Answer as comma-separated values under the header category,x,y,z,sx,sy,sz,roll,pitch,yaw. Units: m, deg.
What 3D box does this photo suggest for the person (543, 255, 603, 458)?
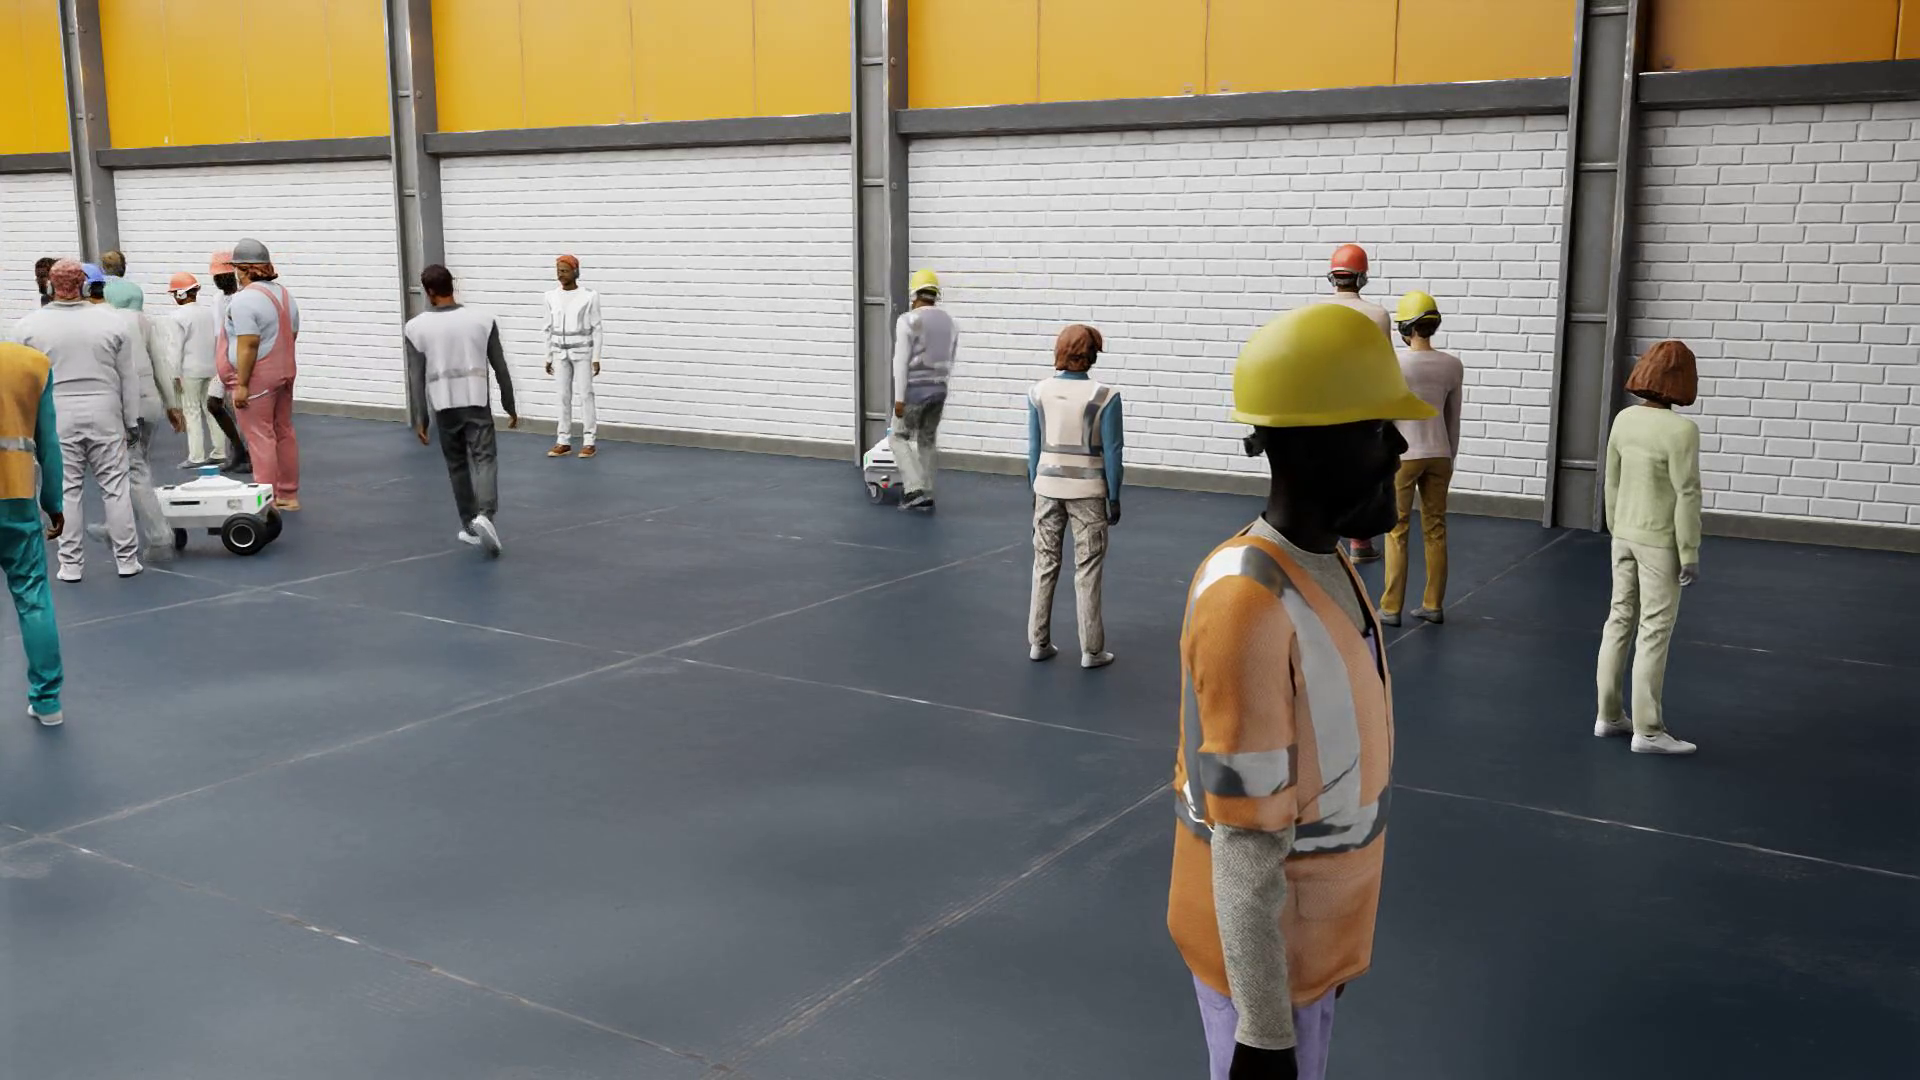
category,x,y,z,sx,sy,sz,roll,pitch,yaw
person,-3.608,-1.702,15.503,0.575,1.881,0.355,3,11,15

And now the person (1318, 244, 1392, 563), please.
category,x,y,z,sx,sy,sz,roll,pitch,yaw
person,2.422,-0.851,10.468,0.612,1.997,0.375,7,12,32

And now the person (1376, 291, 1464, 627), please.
category,x,y,z,sx,sy,sz,roll,pitch,yaw
person,2.379,-0.421,8.744,0.525,1.760,0.341,-3,11,-18

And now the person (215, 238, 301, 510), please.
category,x,y,z,sx,sy,sz,roll,pitch,yaw
person,-5.166,-1.186,12.202,0.539,2.000,0.689,1,10,7

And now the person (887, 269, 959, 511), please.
category,x,y,z,sx,sy,sz,roll,pitch,yaw
person,-0.280,-1.094,12.327,0.612,1.810,0.413,-9,14,-42

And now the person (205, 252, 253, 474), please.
category,x,y,z,sx,sy,sz,roll,pitch,yaw
person,-6.267,-1.512,14.344,0.578,1.916,0.514,6,12,30

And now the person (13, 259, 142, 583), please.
category,x,y,z,sx,sy,sz,roll,pitch,yaw
person,-5.216,-0.700,9.879,0.639,1.910,0.407,-6,12,-29

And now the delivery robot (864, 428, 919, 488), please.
category,x,y,z,sx,sy,sz,roll,pitch,yaw
delivery robot,-0.520,-0.627,12.962,0.477,0.478,0.707,2,10,9

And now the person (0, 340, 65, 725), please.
category,x,y,z,sx,sy,sz,roll,pitch,yaw
person,-3.980,-0.144,6.806,0.595,1.912,0.384,-9,14,-42

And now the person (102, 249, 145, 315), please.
category,x,y,z,sx,sy,sz,roll,pitch,yaw
person,-8.459,-1.942,16.716,0.630,1.934,0.369,1,10,6

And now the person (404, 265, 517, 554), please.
category,x,y,z,sx,sy,sz,roll,pitch,yaw
person,-3.224,-0.846,10.800,0.681,1.866,0.881,-3,11,-18

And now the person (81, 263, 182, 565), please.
category,x,y,z,sx,sy,sz,roll,pitch,yaw
person,-5.338,-0.792,10.471,0.978,1.874,0.659,5,11,24

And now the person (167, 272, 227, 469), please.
category,x,y,z,sx,sy,sz,roll,pitch,yaw
person,-6.820,-1.505,14.793,0.349,1.743,0.569,3,11,18

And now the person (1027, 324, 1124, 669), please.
category,x,y,z,sx,sy,sz,roll,pitch,yaw
person,0.539,-0.206,7.922,0.510,1.630,0.316,6,12,31

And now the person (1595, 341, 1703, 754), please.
category,x,y,z,sx,sy,sz,roll,pitch,yaw
person,2.751,0.027,6.607,0.278,1.633,0.507,-3,11,-14

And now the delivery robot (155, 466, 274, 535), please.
category,x,y,z,sx,sy,sz,roll,pitch,yaw
delivery robot,-4.863,-0.240,10.818,0.707,0.478,0.477,-2,10,-9

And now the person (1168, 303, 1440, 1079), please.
category,x,y,z,sx,sy,sz,roll,pitch,yaw
person,0.513,0.606,2.580,0.361,1.930,0.589,4,11,19
